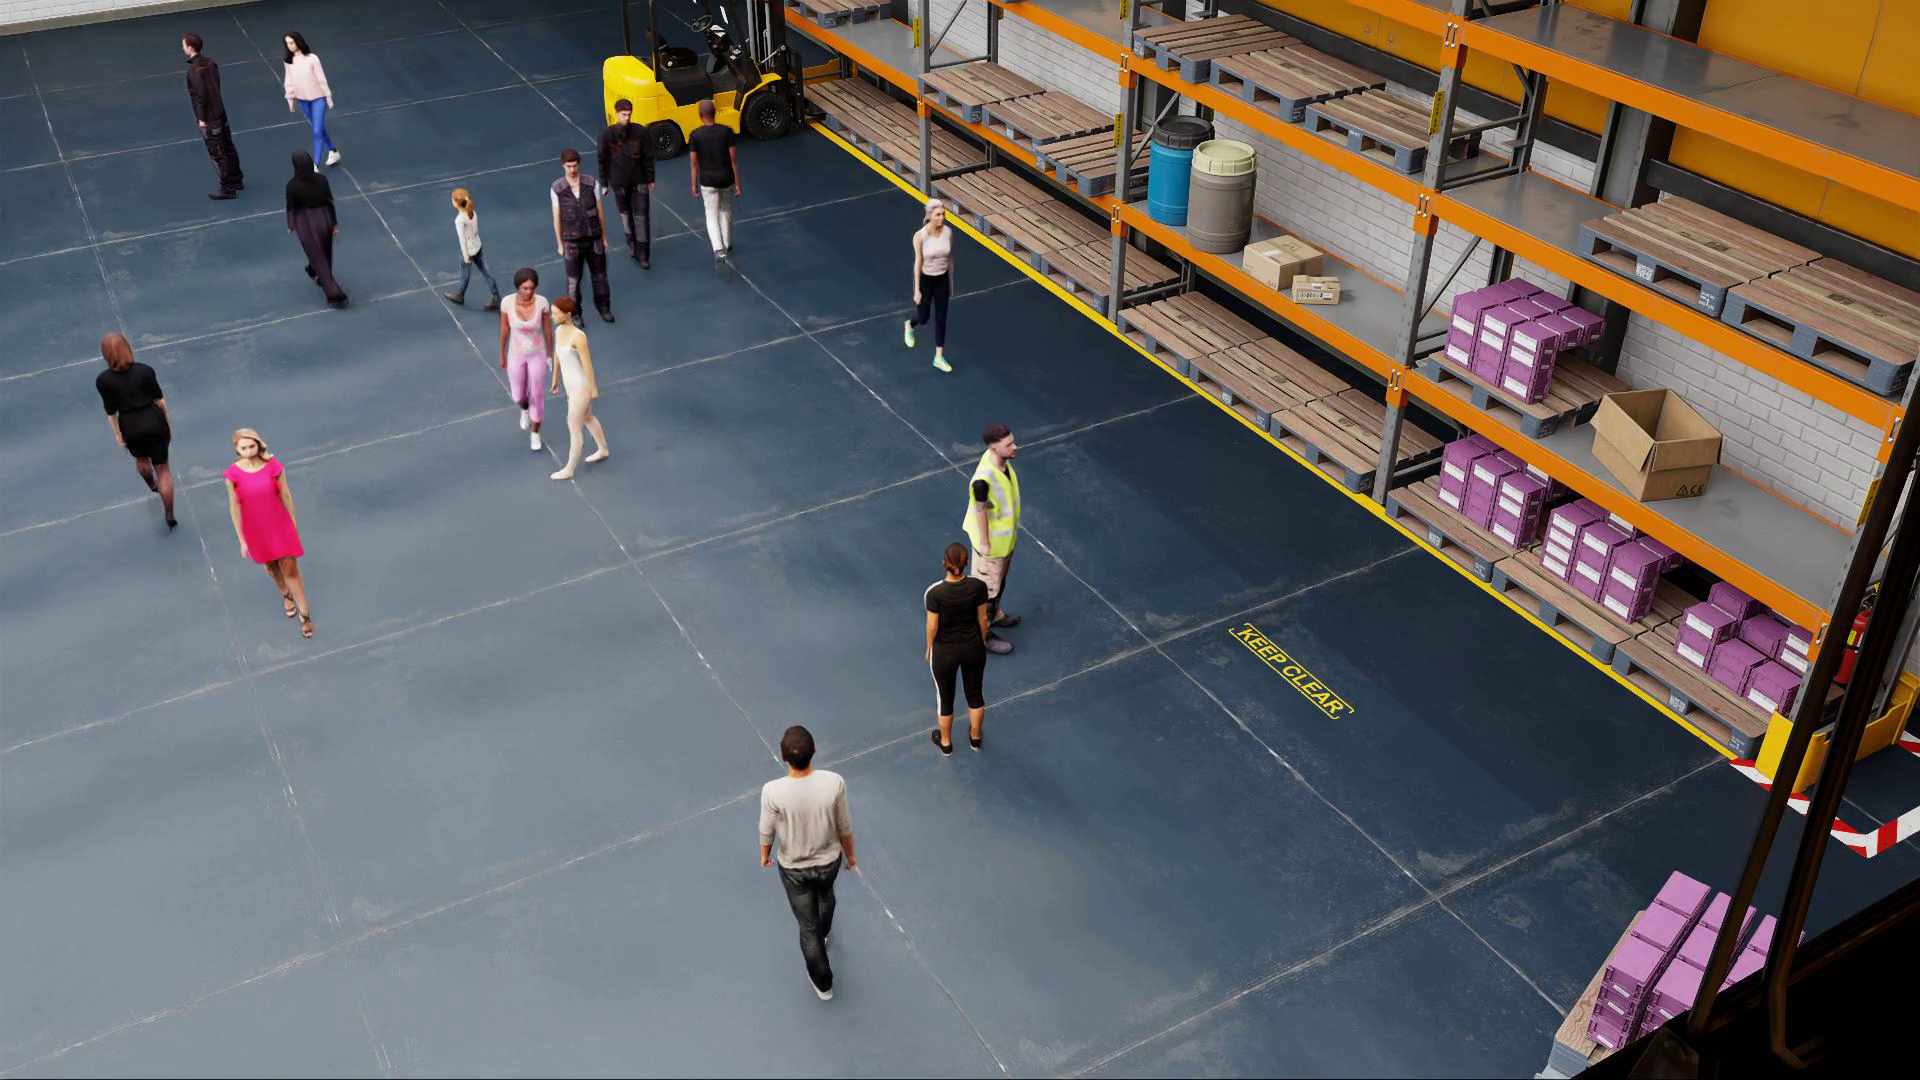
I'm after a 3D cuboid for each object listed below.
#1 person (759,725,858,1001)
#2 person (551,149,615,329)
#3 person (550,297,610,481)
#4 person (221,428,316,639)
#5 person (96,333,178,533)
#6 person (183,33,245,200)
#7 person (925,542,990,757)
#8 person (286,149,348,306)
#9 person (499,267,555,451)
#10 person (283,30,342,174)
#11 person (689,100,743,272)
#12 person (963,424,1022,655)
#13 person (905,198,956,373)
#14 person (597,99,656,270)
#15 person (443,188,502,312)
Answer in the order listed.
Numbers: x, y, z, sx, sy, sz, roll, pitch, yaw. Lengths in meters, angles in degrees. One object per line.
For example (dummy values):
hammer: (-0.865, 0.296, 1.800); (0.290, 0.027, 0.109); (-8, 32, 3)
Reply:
person: (-0.815, 1.845, 9.290); (0.821, 1.793, 1.010); (-9, 35, -13)
person: (-3.758, -3.015, 16.559); (0.653, 1.842, 0.587); (-15, 36, -21)
person: (-3.201, -1.345, 14.247); (0.745, 1.620, 0.866); (-27, 42, -35)
person: (-5.150, -0.136, 12.349); (0.653, 1.707, 0.857); (-11, 35, -16)
person: (-6.576, -0.837, 13.438); (0.661, 1.668, 1.048); (-14, 36, -20)
person: (-8.748, -4.961, 19.421); (0.841, 1.914, 0.728); (1, 34, 2)
person: (-0.015, 0.722, 11.093); (0.633, 1.669, 0.606); (-8, 35, -12)
person: (-6.594, -3.197, 17.048); (0.804, 1.603, 1.170); (-29, 43, -36)
person: (-3.781, -1.631, 14.587); (0.761, 1.718, 0.833); (-4, 34, -6)
person: (-7.794, -5.302, 20.117); (1.130, 1.713, 1.225); (6, 34, 10)
person: (-2.591, -3.759, 17.742); (0.864, 1.771, 1.219); (-9, 35, -13)
person: (0.255, -0.051, 12.097); (0.908, 1.845, 0.845); (8, 34, 11)
person: (-0.305, -2.467, 15.871); (0.612, 1.691, 0.918); (-19, 38, -26)
person: (-3.556, -3.883, 17.895); (0.956, 1.808, 1.093); (-4, 34, -6)
person: (-4.901, -2.923, 16.919); (0.934, 1.289, 0.819); (12, 36, 18)
